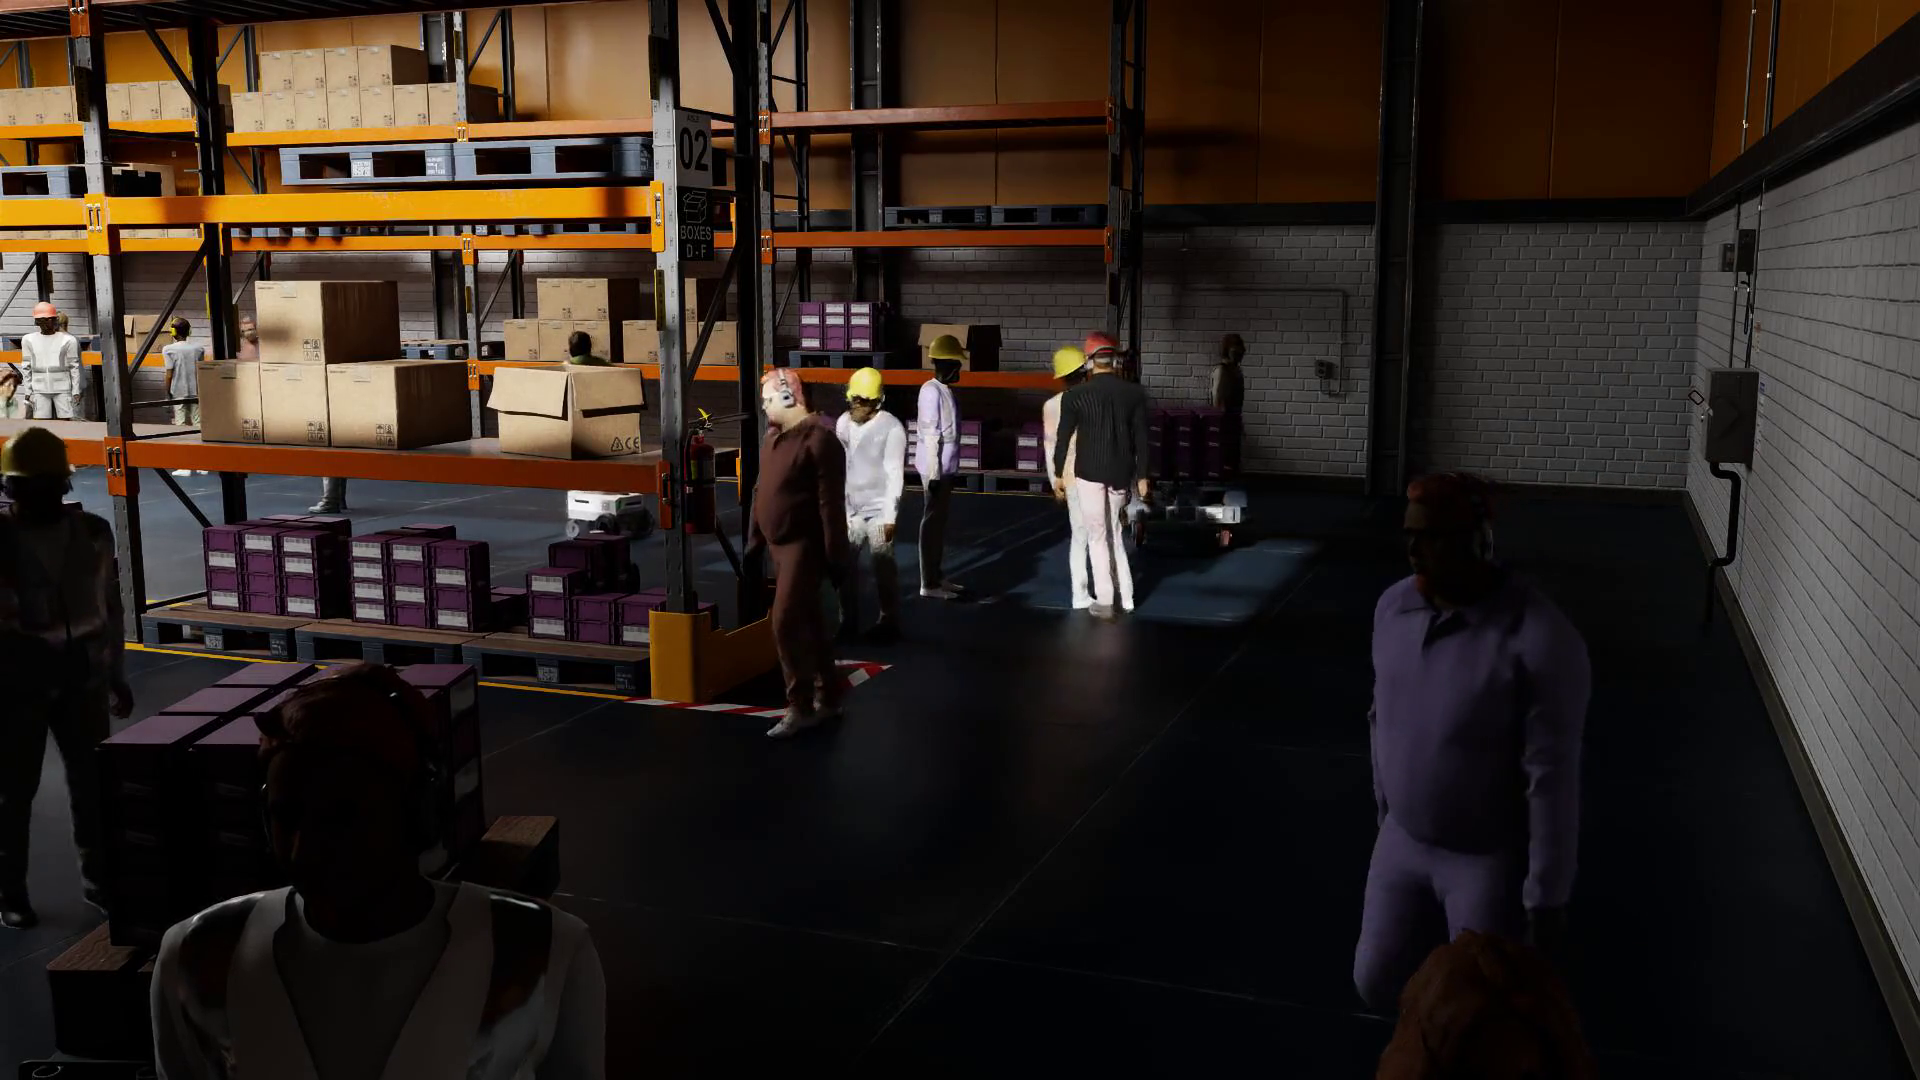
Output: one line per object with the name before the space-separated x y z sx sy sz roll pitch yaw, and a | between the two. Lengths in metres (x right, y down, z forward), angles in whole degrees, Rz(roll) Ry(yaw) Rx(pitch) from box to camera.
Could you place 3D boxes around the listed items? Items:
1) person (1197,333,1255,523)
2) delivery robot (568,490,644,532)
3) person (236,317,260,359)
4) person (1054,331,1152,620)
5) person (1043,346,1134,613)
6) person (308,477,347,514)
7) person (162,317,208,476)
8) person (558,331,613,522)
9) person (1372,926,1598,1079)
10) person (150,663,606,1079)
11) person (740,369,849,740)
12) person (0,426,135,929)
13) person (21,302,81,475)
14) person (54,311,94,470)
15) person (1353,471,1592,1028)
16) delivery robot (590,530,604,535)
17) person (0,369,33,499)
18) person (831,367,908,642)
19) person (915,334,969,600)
person | 2.486 -1.055 15.783 0.579 1.820 0.542 4 10 24
delivery robot | -3.167 -0.323 14.846 0.707 0.478 0.477 6 11 34
person | -8.553 -1.777 20.235 1.013 1.840 0.646 6 11 34
person | 0.961 -0.462 11.548 0.625 1.963 0.694 -3 9 -16
person | 0.892 -0.408 11.586 0.636 1.872 0.401 1 9 6
person | -6.308 -1.234 16.494 0.390 1.949 0.602 -1 9 -3
person | -9.113 -1.681 19.560 0.314 1.866 0.537 7 11 37
person | -3.589 -1.081 15.912 0.436 1.826 0.640 9 12 43
person | 0.581 1.237 1.970 0.507 1.631 0.267 0 9 0
person | -0.734 1.083 2.149 0.584 1.882 0.339 -1 9 -3
person | -0.917 0.063 8.596 0.729 1.868 0.644 -6 11 -33
person | -3.301 0.498 6.021 0.404 1.836 0.600 7 12 38
person | -10.684 -1.771 19.565 0.605 2.045 0.377 -3 9 -18
person | -10.846 -1.813 20.237 0.393 1.927 0.644 -2 9 -11
person | 1.254 0.760 4.155 0.452 1.888 0.672 -6 11 -33
delivery robot | -2.548 0.176 11.707 0.477 0.478 0.707 0 9 -3
person | -8.006 -0.642 13.912 0.890 1.589 0.528 6 11 33
person | -0.564 -0.209 10.560 0.618 1.787 0.569 7 12 38
person | -0.128 -0.537 12.184 0.388 1.927 0.589 2 9 10
